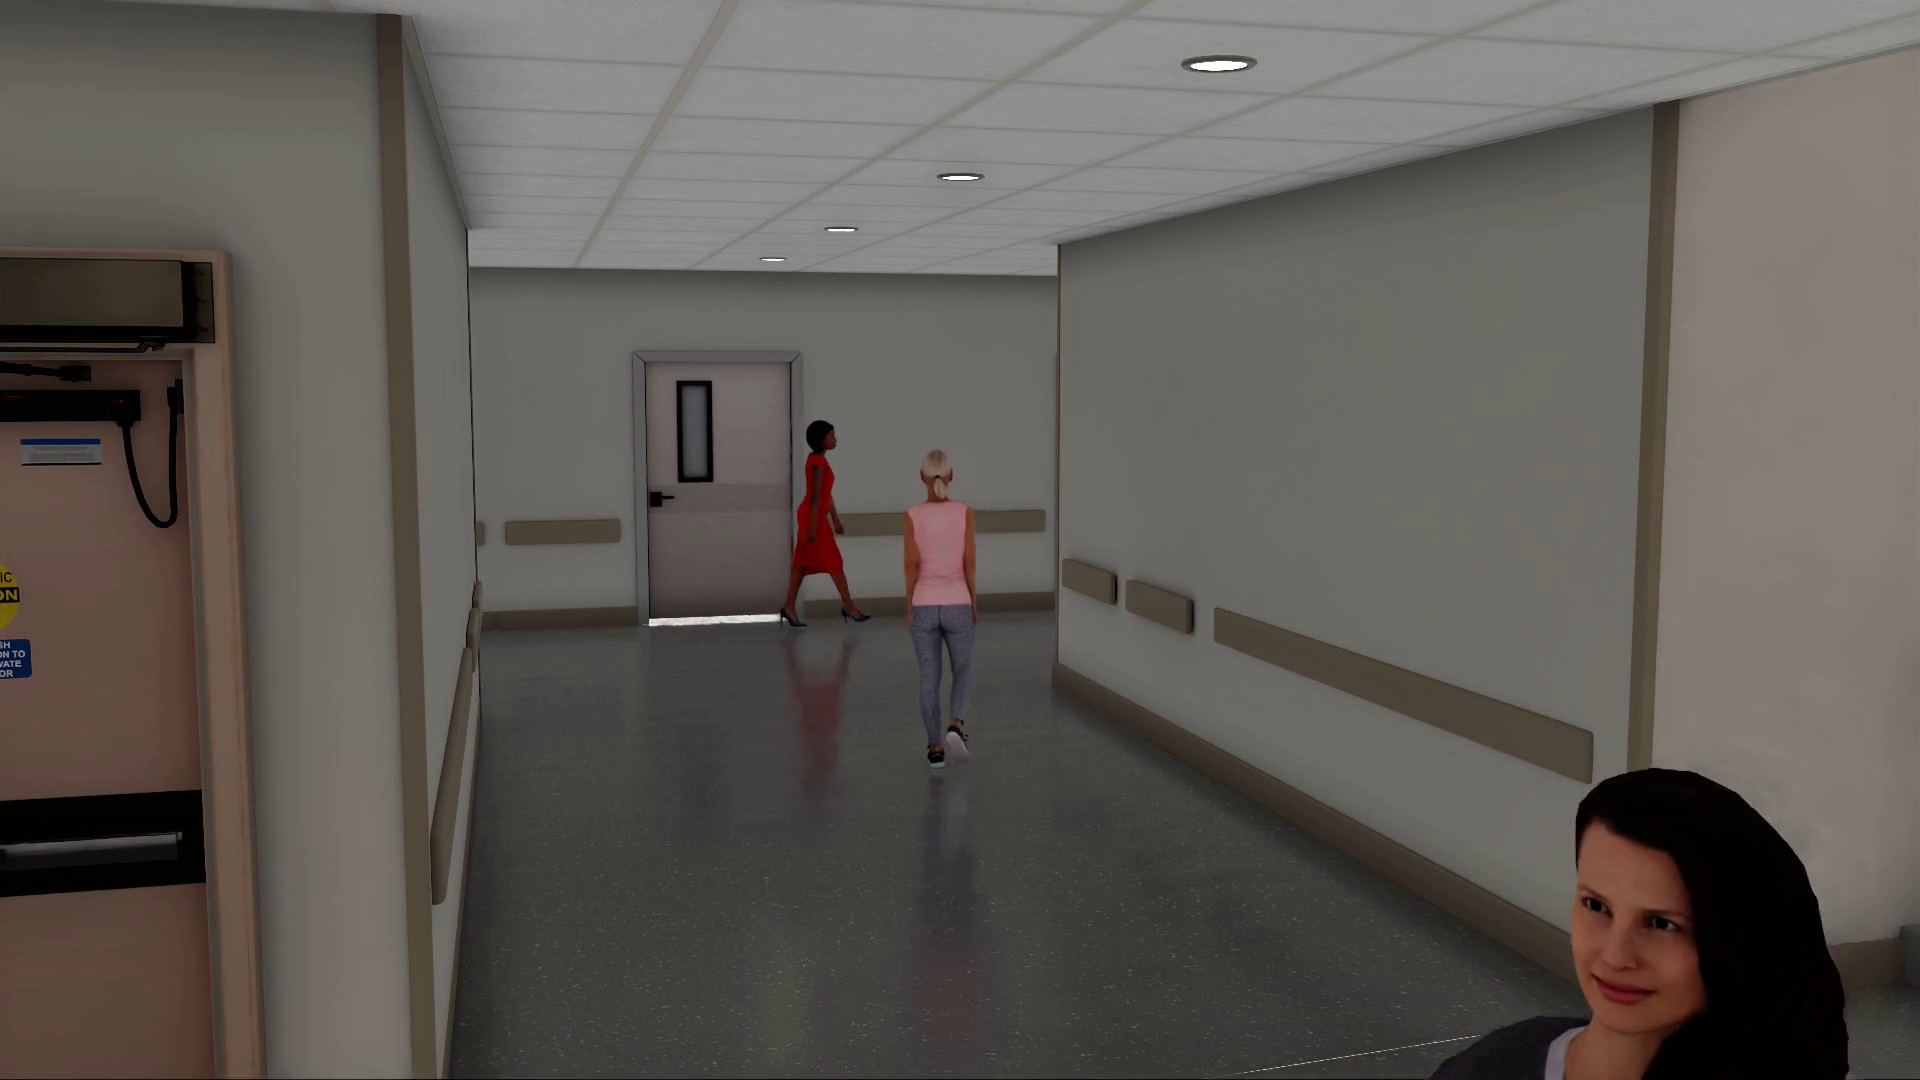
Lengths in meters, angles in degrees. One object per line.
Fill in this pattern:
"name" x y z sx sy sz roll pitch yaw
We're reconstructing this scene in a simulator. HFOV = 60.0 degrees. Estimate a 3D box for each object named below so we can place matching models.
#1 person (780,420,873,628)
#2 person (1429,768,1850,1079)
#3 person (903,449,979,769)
"person" -1.296 -0.108 13.771 0.966 1.713 0.594 -1 6 -14
"person" 0.694 1.090 1.701 1.154 1.746 0.956 -6 8 -44
"person" -0.092 0.386 8.838 0.786 1.719 0.719 0 6 -2
